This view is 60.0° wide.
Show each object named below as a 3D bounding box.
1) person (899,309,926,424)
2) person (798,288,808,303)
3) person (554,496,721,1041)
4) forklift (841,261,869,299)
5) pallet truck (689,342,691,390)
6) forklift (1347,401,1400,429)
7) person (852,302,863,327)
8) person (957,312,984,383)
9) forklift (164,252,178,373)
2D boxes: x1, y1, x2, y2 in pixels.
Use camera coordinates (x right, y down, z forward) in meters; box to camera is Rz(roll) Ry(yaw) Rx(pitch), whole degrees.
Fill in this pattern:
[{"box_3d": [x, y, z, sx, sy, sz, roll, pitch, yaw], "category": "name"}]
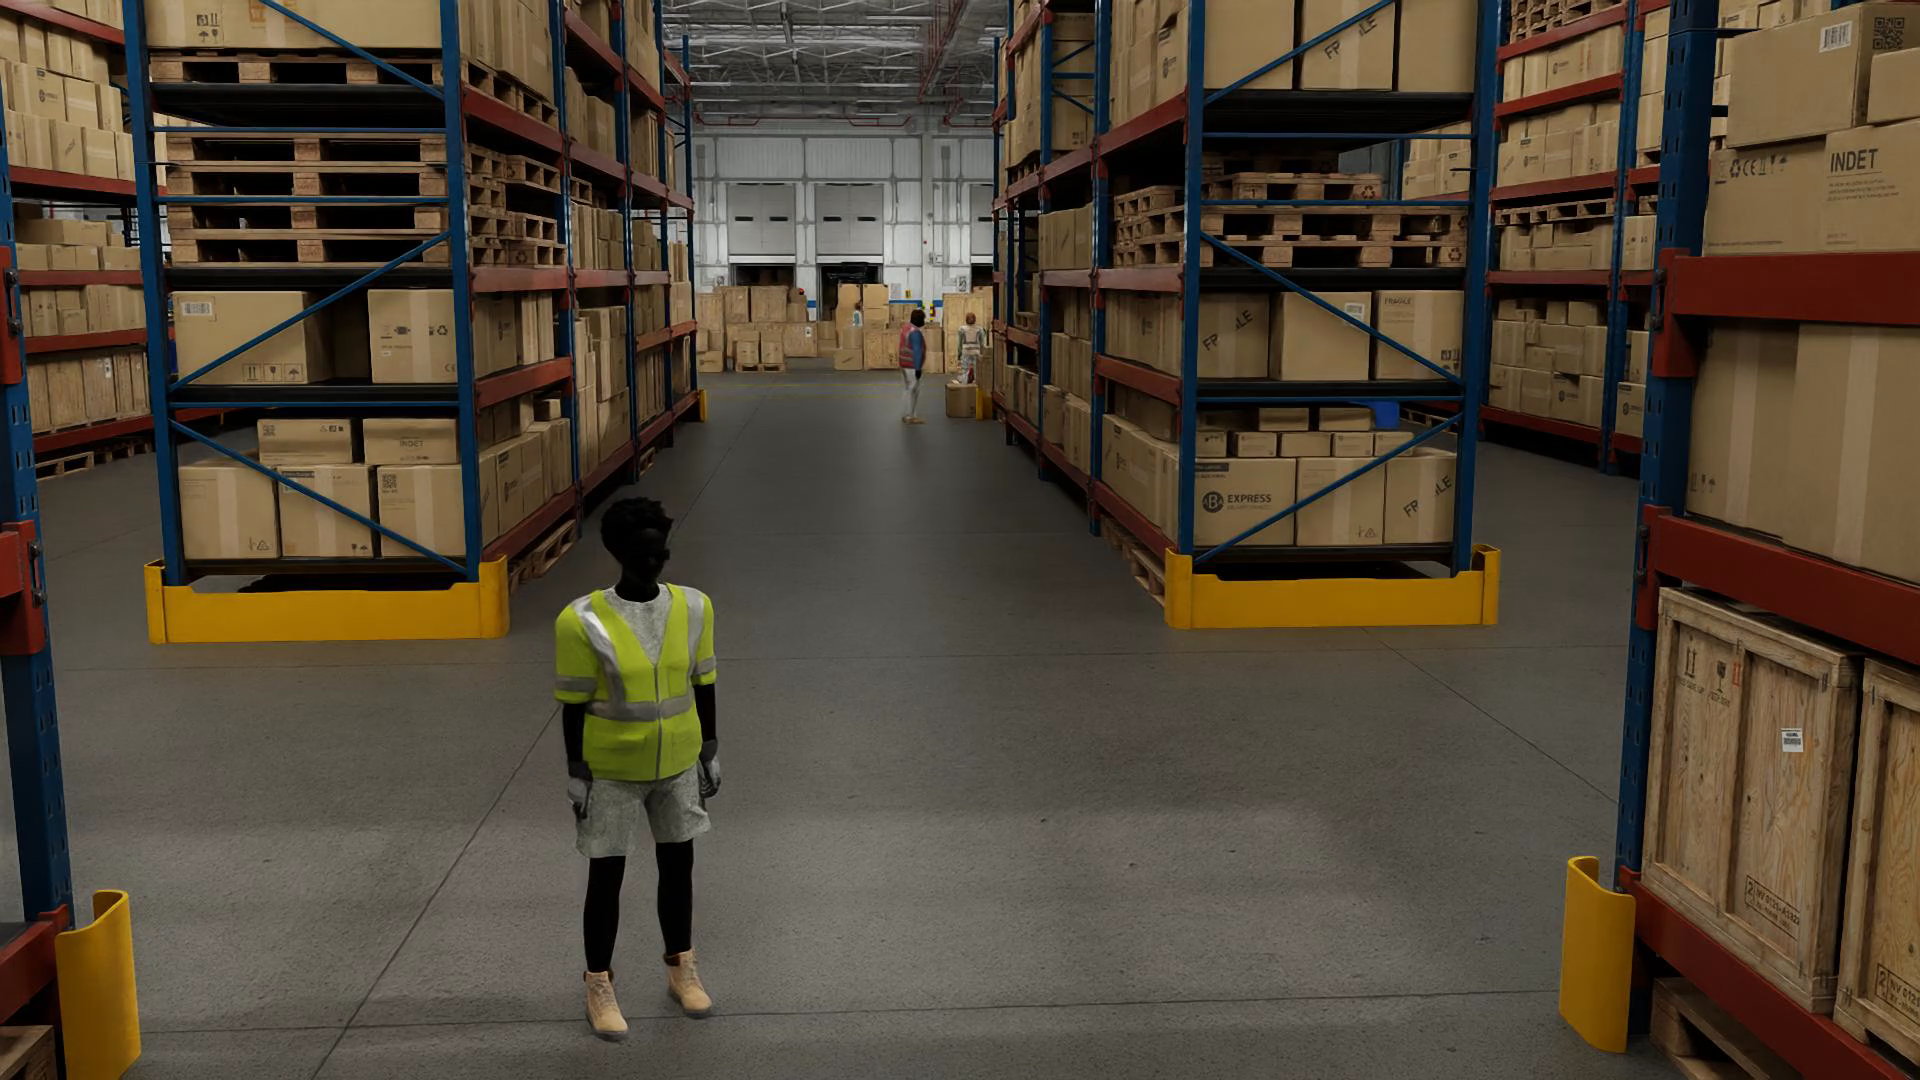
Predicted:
[{"box_3d": [-0.742, -2.741, 26.362, 0.432, 1.823, 0.653, -3, 9, -16], "category": "person"}, {"box_3d": [-5.439, -7.705, 57.191, 0.366, 1.930, 0.542, 2, 9, 13], "category": "person"}, {"box_3d": [-0.993, 0.698, 5.179, 0.536, 1.691, 0.319, -6, 11, -33], "category": "person"}, {"box_3d": [-3.577, -8.167, 57.109, 1.129, 2.768, 1.873, 4, 10, 25], "category": "forklift"}, {"box_3d": [-5.225, -3.008, 27.480, 1.885, 1.965, 0.823, 2, 9, 14], "category": "pallet truck"}, {"box_3d": [4.934, -2.489, 21.461, 1.129, 2.768, 1.873, -1, 9, -4], "category": "forklift"}, {"box_3d": [-2.922, -5.864, 46.576, 0.534, 1.625, 0.520, 0, 9, 1], "category": "person"}, {"box_3d": [0.212, -3.588, 32.242, 0.521, 1.638, 0.311, 0, 9, -2], "category": "person"}, {"box_3d": [-15.942, -4.587, 34.633, 1.129, 2.768, 1.873, -1, 9, -4], "category": "forklift"}]
